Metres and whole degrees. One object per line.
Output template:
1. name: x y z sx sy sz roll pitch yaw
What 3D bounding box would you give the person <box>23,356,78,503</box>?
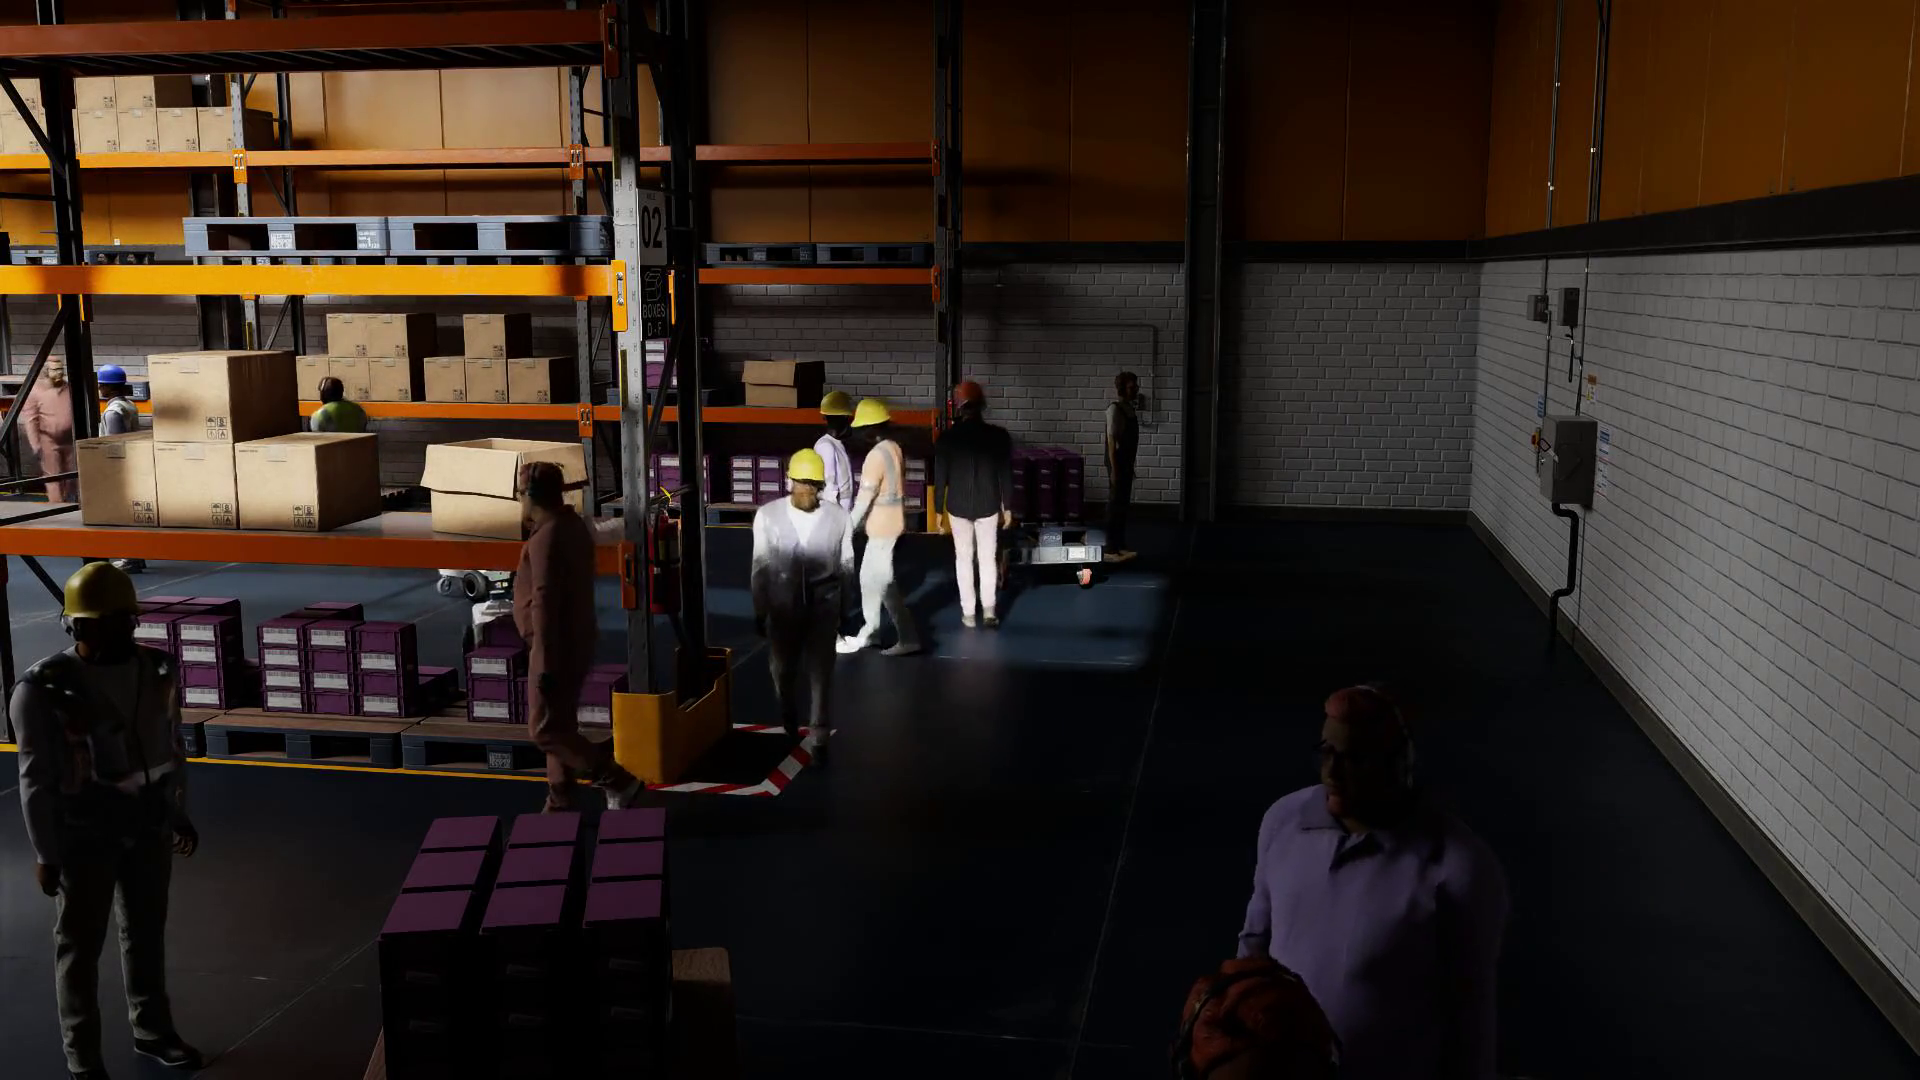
1. person: -9.818 -1.059 18.103 0.509 1.895 0.672 6 11 33

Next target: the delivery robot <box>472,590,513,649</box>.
1. delivery robot: -3.238 0.597 11.689 0.477 0.478 0.707 -3 10 -19

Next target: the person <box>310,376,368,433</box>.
1. person: -5.915 -0.672 15.981 0.884 1.816 0.619 7 11 35

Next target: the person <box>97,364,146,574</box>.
1. person: -7.774 -0.653 15.420 0.384 1.949 0.605 -2 9 -15

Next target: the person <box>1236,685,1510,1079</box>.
1. person: 0.960 1.237 3.948 0.931 1.872 0.654 -8 12 -40

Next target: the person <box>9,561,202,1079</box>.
1. person: -2.877 0.975 5.678 0.404 1.834 0.592 5 11 30

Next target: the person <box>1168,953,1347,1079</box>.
1. person: 0.385 1.488 2.341 0.575 1.882 0.361 -2 9 -12

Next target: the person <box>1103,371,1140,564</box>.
1. person: 1.564 -0.703 16.050 0.325 1.843 0.517 4 10 25

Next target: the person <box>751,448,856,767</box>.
1. person: -0.900 0.355 9.595 0.600 1.812 0.676 -1 9 -5

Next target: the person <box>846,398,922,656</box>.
1. person: -0.576 -0.081 12.039 0.647 1.896 0.602 1 9 6

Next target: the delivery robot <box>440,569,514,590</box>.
1. delivery robot: -4.166 0.170 14.337 0.707 0.478 0.477 7 11 37

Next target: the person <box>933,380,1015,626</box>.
1. person: 0.104 -0.270 13.003 0.647 1.970 0.495 0 9 -1

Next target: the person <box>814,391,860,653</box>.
1. person: -0.913 -0.139 12.293 0.369 1.928 0.586 0 9 -1

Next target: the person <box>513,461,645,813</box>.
1. person: -1.915 0.545 8.237 0.578 1.879 0.653 0 9 1
